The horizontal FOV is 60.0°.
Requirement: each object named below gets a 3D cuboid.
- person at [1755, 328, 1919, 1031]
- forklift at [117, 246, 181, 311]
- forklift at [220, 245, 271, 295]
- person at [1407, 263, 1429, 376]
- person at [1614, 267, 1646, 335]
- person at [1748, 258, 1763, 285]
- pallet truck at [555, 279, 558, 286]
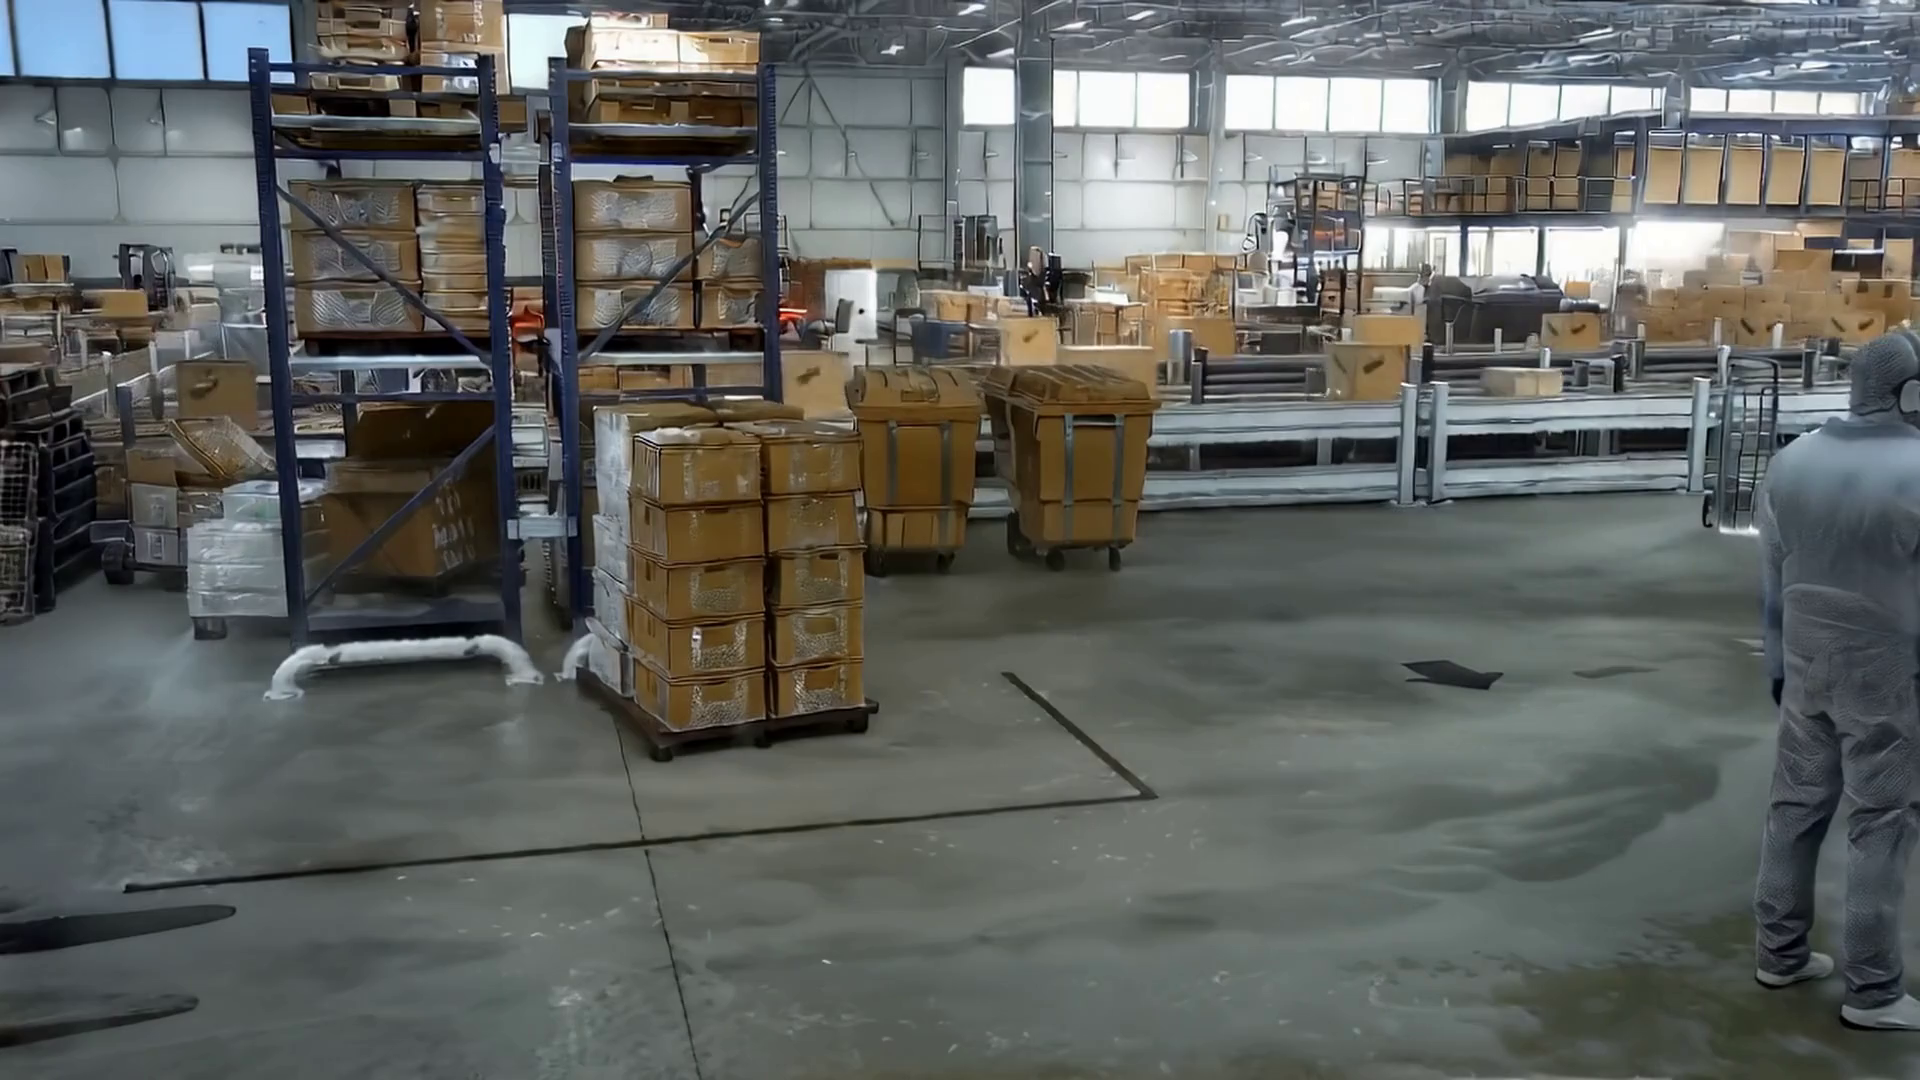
[{"bbox_3d":[2.492,0.380,4.563,0.407,1.908,0.641,-4,11,-21],"label":"person"},{"bbox_3d":[-19.966,-6.232,40.894,1.157,1.987,2.680,-3,10,-15],"label":"forklift"},{"bbox_3d":[-17.749,-6.334,41.440,1.157,1.987,2.680,-3,10,-17],"label":"forklift"},{"bbox_3d":[7.032,-3.305,25.530,0.329,1.872,0.508,5,11,25],"label":"person"},{"bbox_3d":[12.133,-4.061,30.145,0.538,1.743,0.401,8,13,39],"label":"person"},{"bbox_3d":[19.401,-6.021,40.987,0.594,1.831,0.972,0,10,-3],"label":"person"},{"bbox_3d":[-10.604,-6.375,44.520,0.653,1.274,1.630,-3,10,-15],"label":"pallet truck"}]
